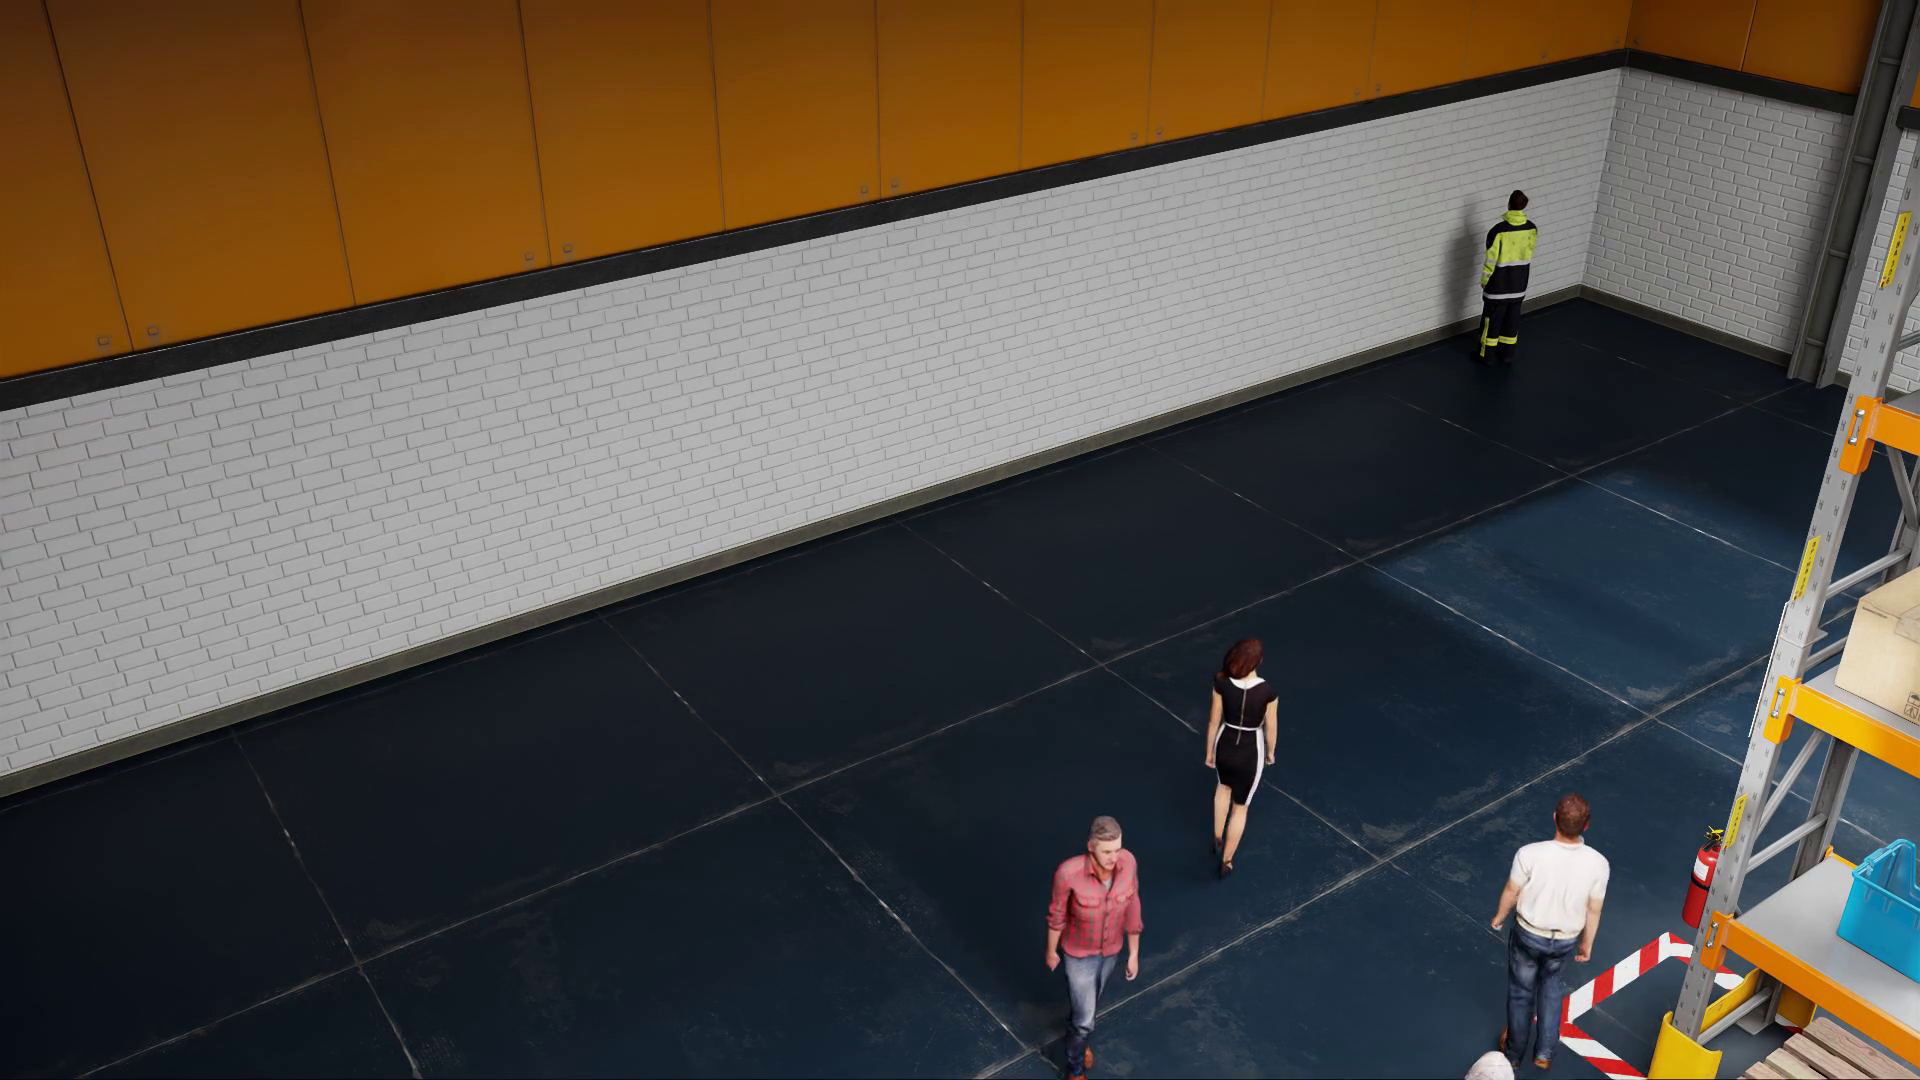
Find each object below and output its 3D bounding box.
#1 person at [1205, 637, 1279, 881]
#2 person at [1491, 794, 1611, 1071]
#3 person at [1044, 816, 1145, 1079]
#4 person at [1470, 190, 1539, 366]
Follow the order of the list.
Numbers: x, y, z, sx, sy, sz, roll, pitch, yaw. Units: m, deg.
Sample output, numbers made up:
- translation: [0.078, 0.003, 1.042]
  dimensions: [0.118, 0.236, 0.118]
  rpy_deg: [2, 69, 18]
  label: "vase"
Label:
- translation: [1.777, 1.464, 10.728]
  dimensions: [0.709, 1.786, 0.773]
  rpy_deg: [12, 31, 21]
  label: "person"
- translation: [3.251, 2.266, 9.206]
  dimensions: [0.873, 1.835, 0.931]
  rpy_deg: [3, 29, 6]
  label: "person"
- translation: [0.696, 2.215, 9.328]
  dimensions: [0.737, 1.809, 0.842]
  rpy_deg: [-13, 31, -22]
  label: "person"
- translation: [6.098, -2.938, 18.592]
  dimensions: [0.839, 1.983, 0.762]
  rpy_deg: [-9, 30, -16]
  label: "person"
